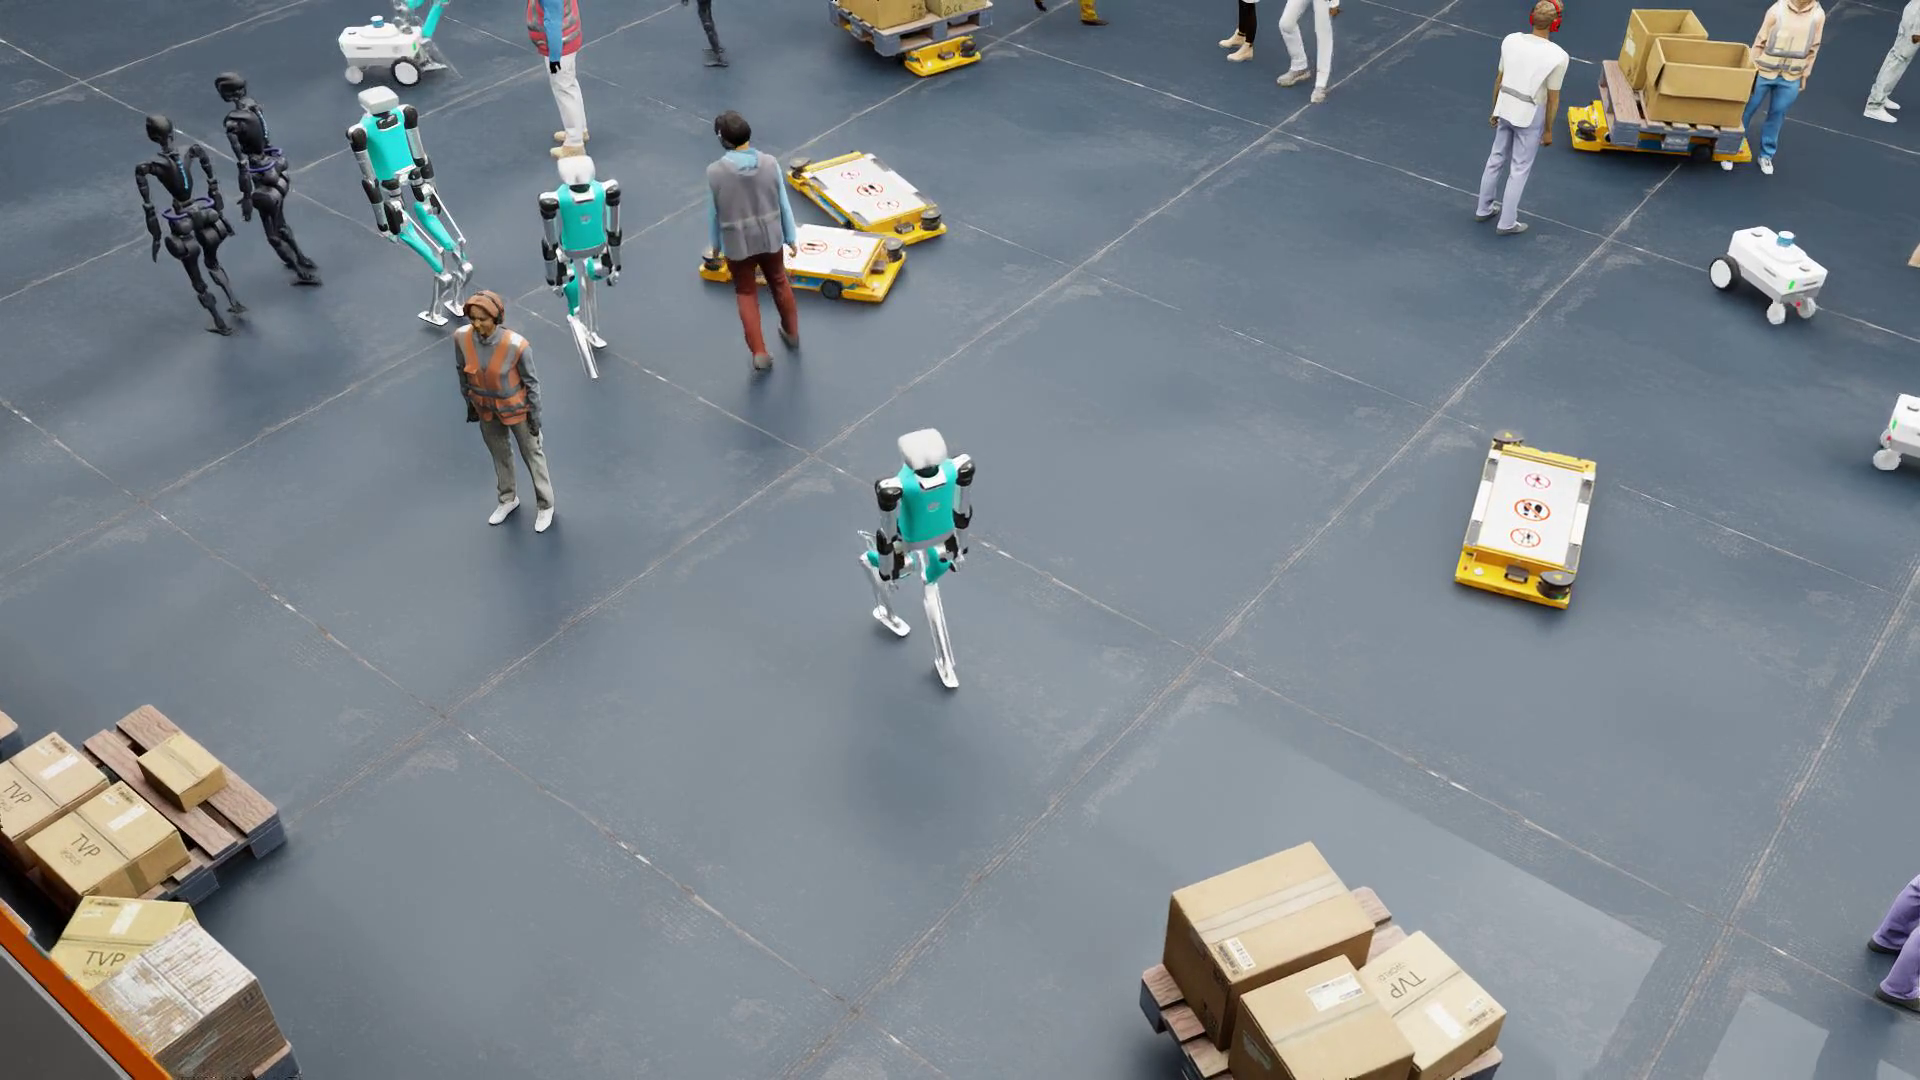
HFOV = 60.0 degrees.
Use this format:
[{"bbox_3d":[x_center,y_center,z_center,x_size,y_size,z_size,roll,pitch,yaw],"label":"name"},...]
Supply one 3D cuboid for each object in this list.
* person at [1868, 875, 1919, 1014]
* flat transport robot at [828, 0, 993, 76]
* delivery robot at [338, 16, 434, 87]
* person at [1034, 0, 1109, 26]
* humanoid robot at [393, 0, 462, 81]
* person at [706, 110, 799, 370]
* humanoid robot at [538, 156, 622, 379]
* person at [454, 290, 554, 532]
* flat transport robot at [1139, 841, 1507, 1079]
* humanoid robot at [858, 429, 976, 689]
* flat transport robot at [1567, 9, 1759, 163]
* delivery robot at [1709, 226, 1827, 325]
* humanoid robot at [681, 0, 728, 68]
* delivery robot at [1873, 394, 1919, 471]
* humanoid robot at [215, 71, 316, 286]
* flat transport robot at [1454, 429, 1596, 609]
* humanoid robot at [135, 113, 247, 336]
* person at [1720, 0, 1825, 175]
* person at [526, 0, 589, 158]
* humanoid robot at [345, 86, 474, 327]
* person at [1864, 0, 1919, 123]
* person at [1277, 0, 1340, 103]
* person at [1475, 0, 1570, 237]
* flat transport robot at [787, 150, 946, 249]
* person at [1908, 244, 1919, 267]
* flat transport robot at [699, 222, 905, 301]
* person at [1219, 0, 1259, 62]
[{"bbox_3d":[4.438,1.363,7.269,0.391,1.836,0.559,11,42,12],"label":"person"},{"bbox_3d":[-0.473,-4.771,15.691,0.659,0.231,1.431,-24,46,-26],"label":"flat transport robot"},{"bbox_3d":[-5.228,-4.454,15.090,0.765,0.586,0.499,0,40,0],"label":"delivery robot"},{"bbox_3d":[1.060,-5.689,15.648,0.711,1.728,0.551,-4,41,-4],"label":"person"},{"bbox_3d":[-4.787,-4.907,14.730,0.800,1.783,0.530,-16,43,-18],"label":"humanoid robot"},{"bbox_3d":[-1.378,-1.990,11.202,0.590,1.843,0.580,-14,42,-16],"label":"person"},{"bbox_3d":[-2.595,-1.902,11.260,0.562,1.776,0.963,-19,44,-20],"label":"humanoid robot"},{"bbox_3d":[-2.715,-0.770,9.920,0.516,1.645,0.306,10,41,12],"label":"person"},{"bbox_3d":[1.536,2.284,7.391,0.659,0.231,1.431,-16,43,-18],"label":"flat transport robot"},{"bbox_3d":[-0.306,-0.042,9.014,0.557,1.751,0.943,-17,43,-19],"label":"humanoid robot"},{"bbox_3d":[5.967,-3.497,14.192,1.431,0.231,0.659,7,41,8],"label":"flat transport robot"},{"bbox_3d":[5.957,-1.988,12.183,0.499,0.577,0.769,-12,42,-14],"label":"delivery robot"},{"bbox_3d":[-2.309,-5.087,14.976,0.343,1.648,0.584,11,42,13],"label":"humanoid robot"},{"bbox_3d":[6.313,-0.625,10.599,0.801,0.602,0.499,22,45,24],"label":"delivery robot"},{"bbox_3d":[-5.057,-2.603,12.070,0.428,1.658,0.591,0,40,0],"label":"humanoid robot"},{"bbox_3d":[3.509,-0.152,10.257,0.659,0.231,1.431,15,43,17],"label":"flat transport robot"},{"bbox_3d":[-5.357,-2.175,11.552,0.330,1.651,0.589,27,47,28],"label":"humanoid robot"},{"bbox_3d":[6.581,-3.775,13.401,0.483,1.721,0.378,9,41,11],"label":"person"},{"bbox_3d":[-3.309,-4.071,13.663,0.430,1.831,0.638,-5,41,-6],"label":"person"},{"bbox_3d":[-3.714,-2.255,11.528,0.750,1.697,0.530,27,47,28],"label":"humanoid robot"},{"bbox_3d":[8.177,-4.424,14.154,0.340,1.735,0.485,17,43,19],"label":"person"},{"bbox_3d":[3.067,-4.802,14.496,0.417,1.875,0.690,-17,43,-19],"label":"person"},{"bbox_3d":[4.252,-3.195,12.631,0.396,1.836,0.558,-24,46,-26],"label":"person"},{"bbox_3d":[-0.763,-2.737,13.297,0.659,0.231,1.431,-22,45,-24],"label":"flat transport robot"},{"bbox_3d":[7.630,-2.617,12.061,0.883,1.689,0.492,17,43,19],"label":"person"},{"bbox_3d":[-1.187,-2.126,12.578,1.431,0.231,0.659,9,41,11],"label":"flat transport robot"},{"bbox_3d":[2.601,-5.205,15.097,0.317,1.695,0.539,-3,40,-4],"label":"person"}]
